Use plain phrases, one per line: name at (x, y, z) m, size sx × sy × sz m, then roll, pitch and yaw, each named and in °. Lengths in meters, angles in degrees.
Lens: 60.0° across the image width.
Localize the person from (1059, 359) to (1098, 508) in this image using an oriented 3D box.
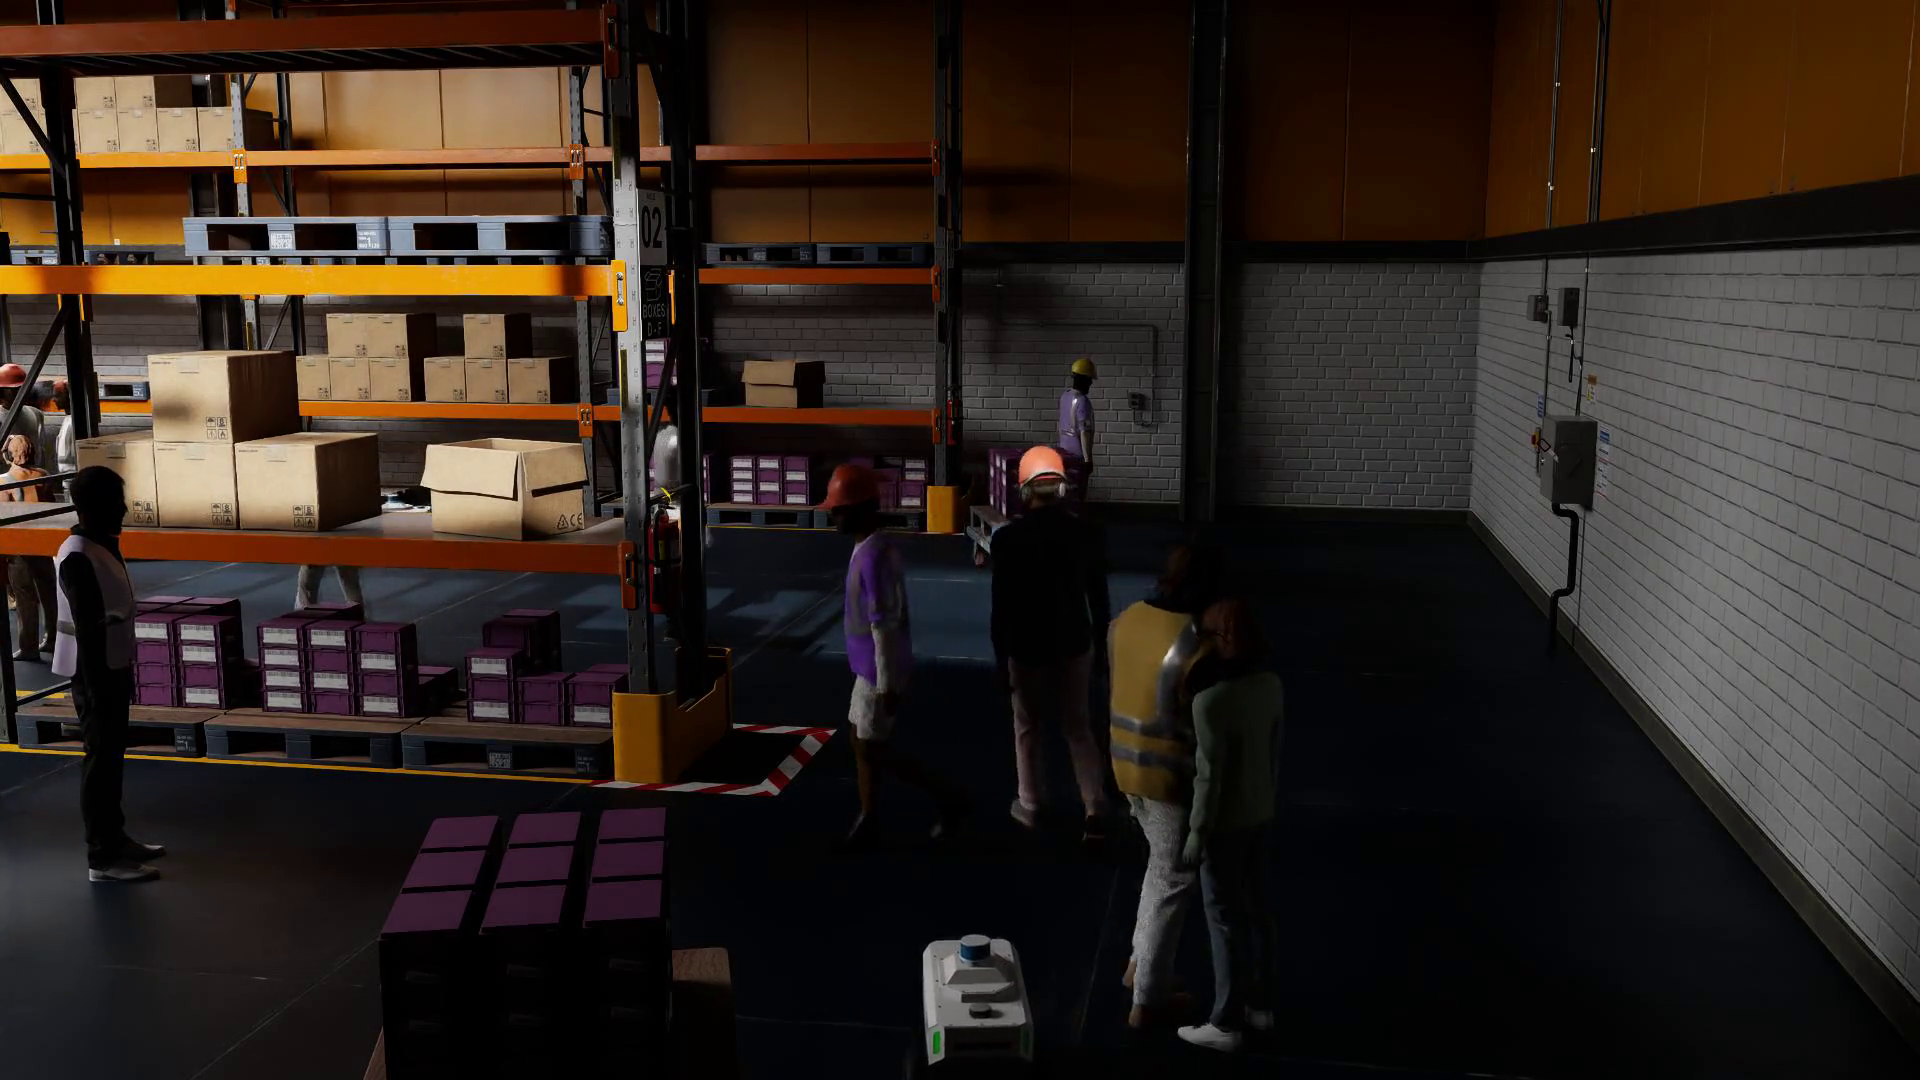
person at (1.209, -0.875, 16.898) m, size 0.380 × 1.917 × 0.586 m, roll -3°, pitch 10°, yaw -20°

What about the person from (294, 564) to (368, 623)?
person at (-4.656, 0.055, 12.095) m, size 0.809 × 1.599 × 0.545 m, roll 4°, pitch 10°, yaw 22°

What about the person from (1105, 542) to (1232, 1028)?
person at (0.795, 0.904, 6.196) m, size 0.510 × 1.808 × 0.688 m, roll -6°, pitch 11°, yaw -32°

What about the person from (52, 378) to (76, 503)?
person at (-7.691, -0.479, 14.540) m, size 0.342 × 1.881 × 0.579 m, roll -7°, pitch 11°, yaw -36°

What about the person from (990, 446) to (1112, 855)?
person at (0.471, 0.528, 8.095) m, size 0.636 × 1.960 × 0.887 m, roll -2°, pitch 9°, yaw -15°

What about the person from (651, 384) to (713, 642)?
person at (-2.143, -0.191, 12.623) m, size 0.397 × 1.939 × 0.697 m, roll -5°, pitch 11°, yaw -30°

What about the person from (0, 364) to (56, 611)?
person at (-7.798, -0.441, 13.813) m, size 0.379 × 2.041 × 0.616 m, roll 3°, pitch 10°, yaw 19°

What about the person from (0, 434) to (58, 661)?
person at (-6.741, 0.050, 12.013) m, size 0.307 × 1.640 × 0.520 m, roll 2°, pitch 9°, yaw 10°

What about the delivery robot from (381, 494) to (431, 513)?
delivery robot at (-5.686, -0.214, 16.718) m, size 0.707 × 0.478 × 0.477 m, roll -3°, pitch 10°, yaw -16°

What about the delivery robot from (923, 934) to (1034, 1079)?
delivery robot at (0.052, 1.576, 5.613) m, size 0.477 × 0.478 × 0.707 m, roll 0°, pitch 9°, yaw -3°

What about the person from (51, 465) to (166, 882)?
person at (-3.955, 0.611, 7.673) m, size 0.391 × 1.919 × 0.593 m, roll -3°, pitch 10°, yaw -20°

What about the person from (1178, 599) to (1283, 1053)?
person at (0.981, 1.022, 6.005) m, size 0.266 × 1.631 × 0.507 m, roll 8°, pitch 12°, yaw 42°

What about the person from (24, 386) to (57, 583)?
person at (-8.415, -0.499, 14.948) m, size 0.764 × 1.809 × 0.483 m, roll 7°, pitch 12°, yaw 38°

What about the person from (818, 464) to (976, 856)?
person at (-0.322, 0.584, 7.870) m, size 0.666 × 1.914 × 0.560 m, roll -1°, pitch 9°, yaw -6°
